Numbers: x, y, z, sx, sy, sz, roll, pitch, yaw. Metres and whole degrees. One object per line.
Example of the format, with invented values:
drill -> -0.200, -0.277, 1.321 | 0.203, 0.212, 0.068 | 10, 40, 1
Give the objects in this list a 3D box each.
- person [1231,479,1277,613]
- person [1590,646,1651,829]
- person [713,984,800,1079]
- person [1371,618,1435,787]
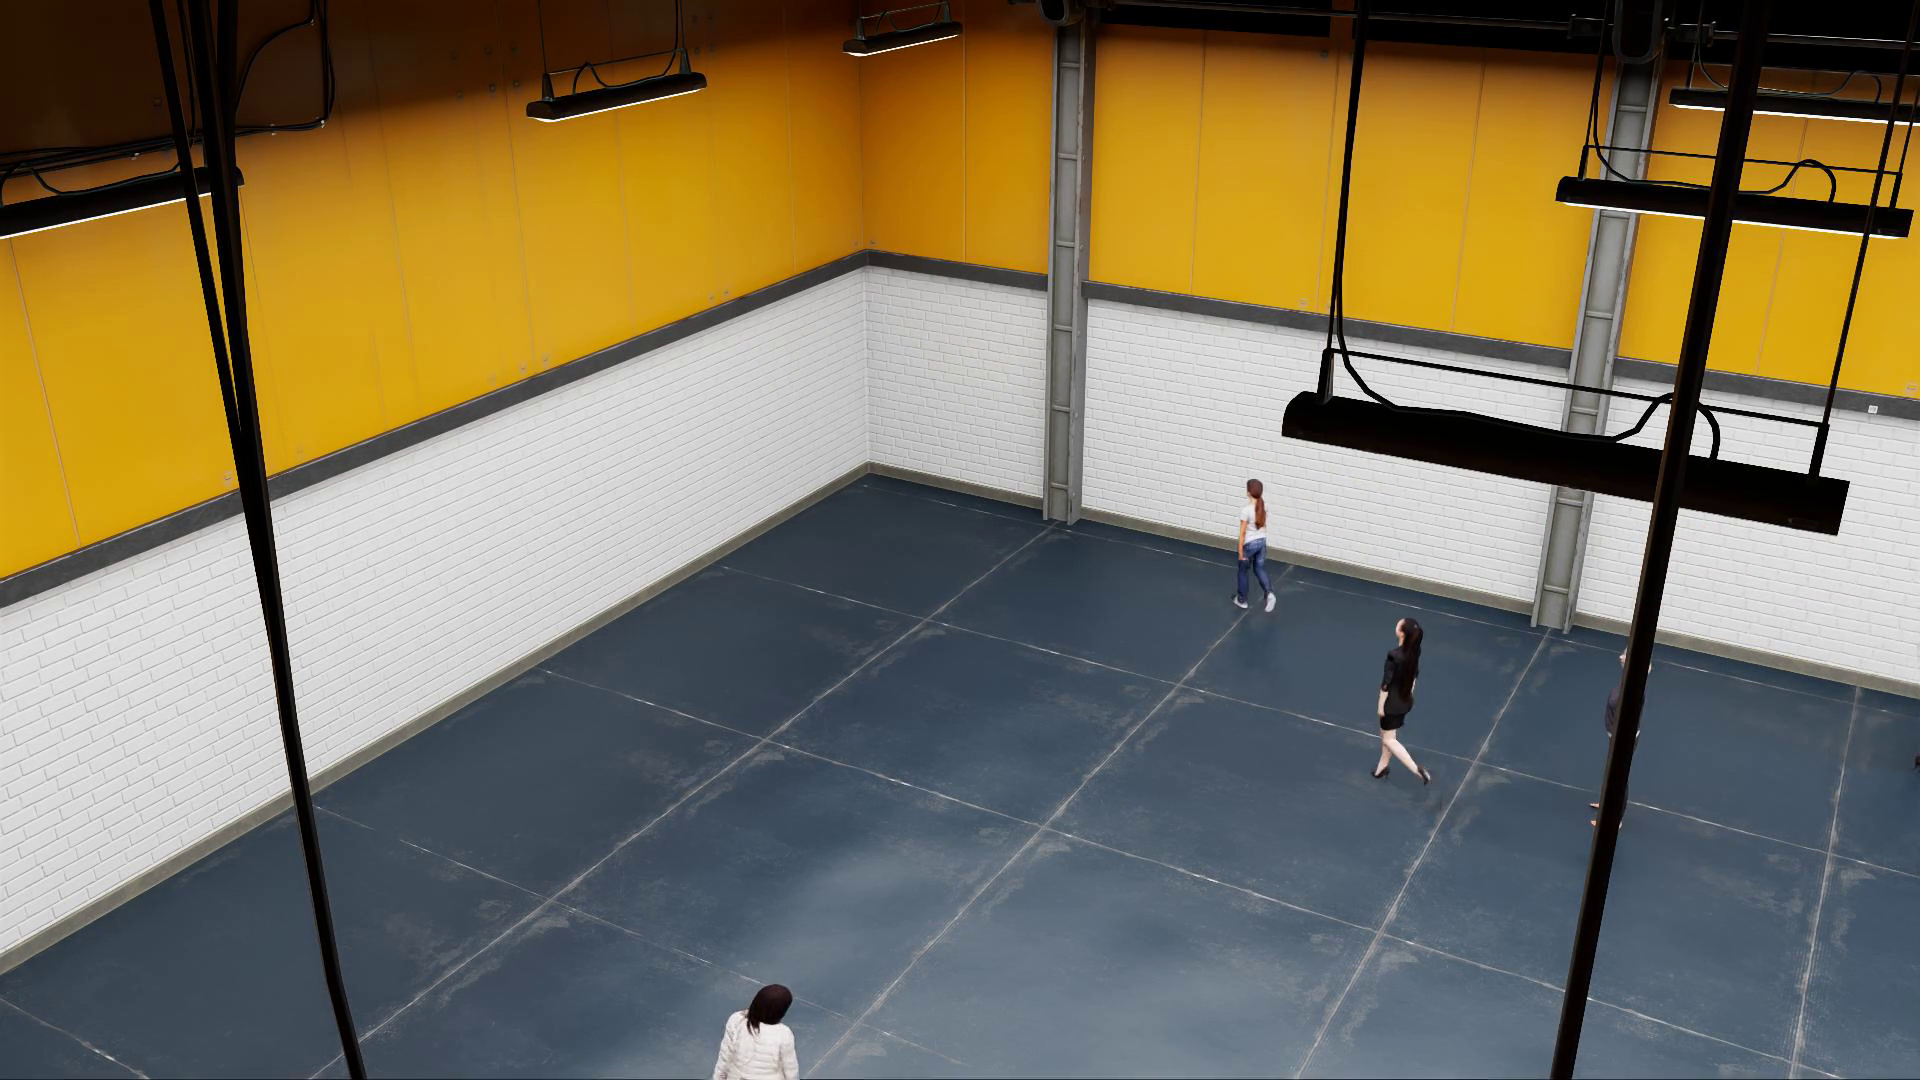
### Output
person -> 3.255, 0.082, 18.200 | 0.846, 1.548, 0.962 | -10, 26, -22
person -> 5.723, 1.671, 14.343 | 0.577, 1.726, 0.651 | 8, 25, 18
person -> -1.316, 3.437, 10.465 | 0.644, 1.597, 0.903 | 1, 24, 2
person -> 3.953, 1.496, 14.801 | 0.790, 1.679, 0.983 | -18, 29, -35
